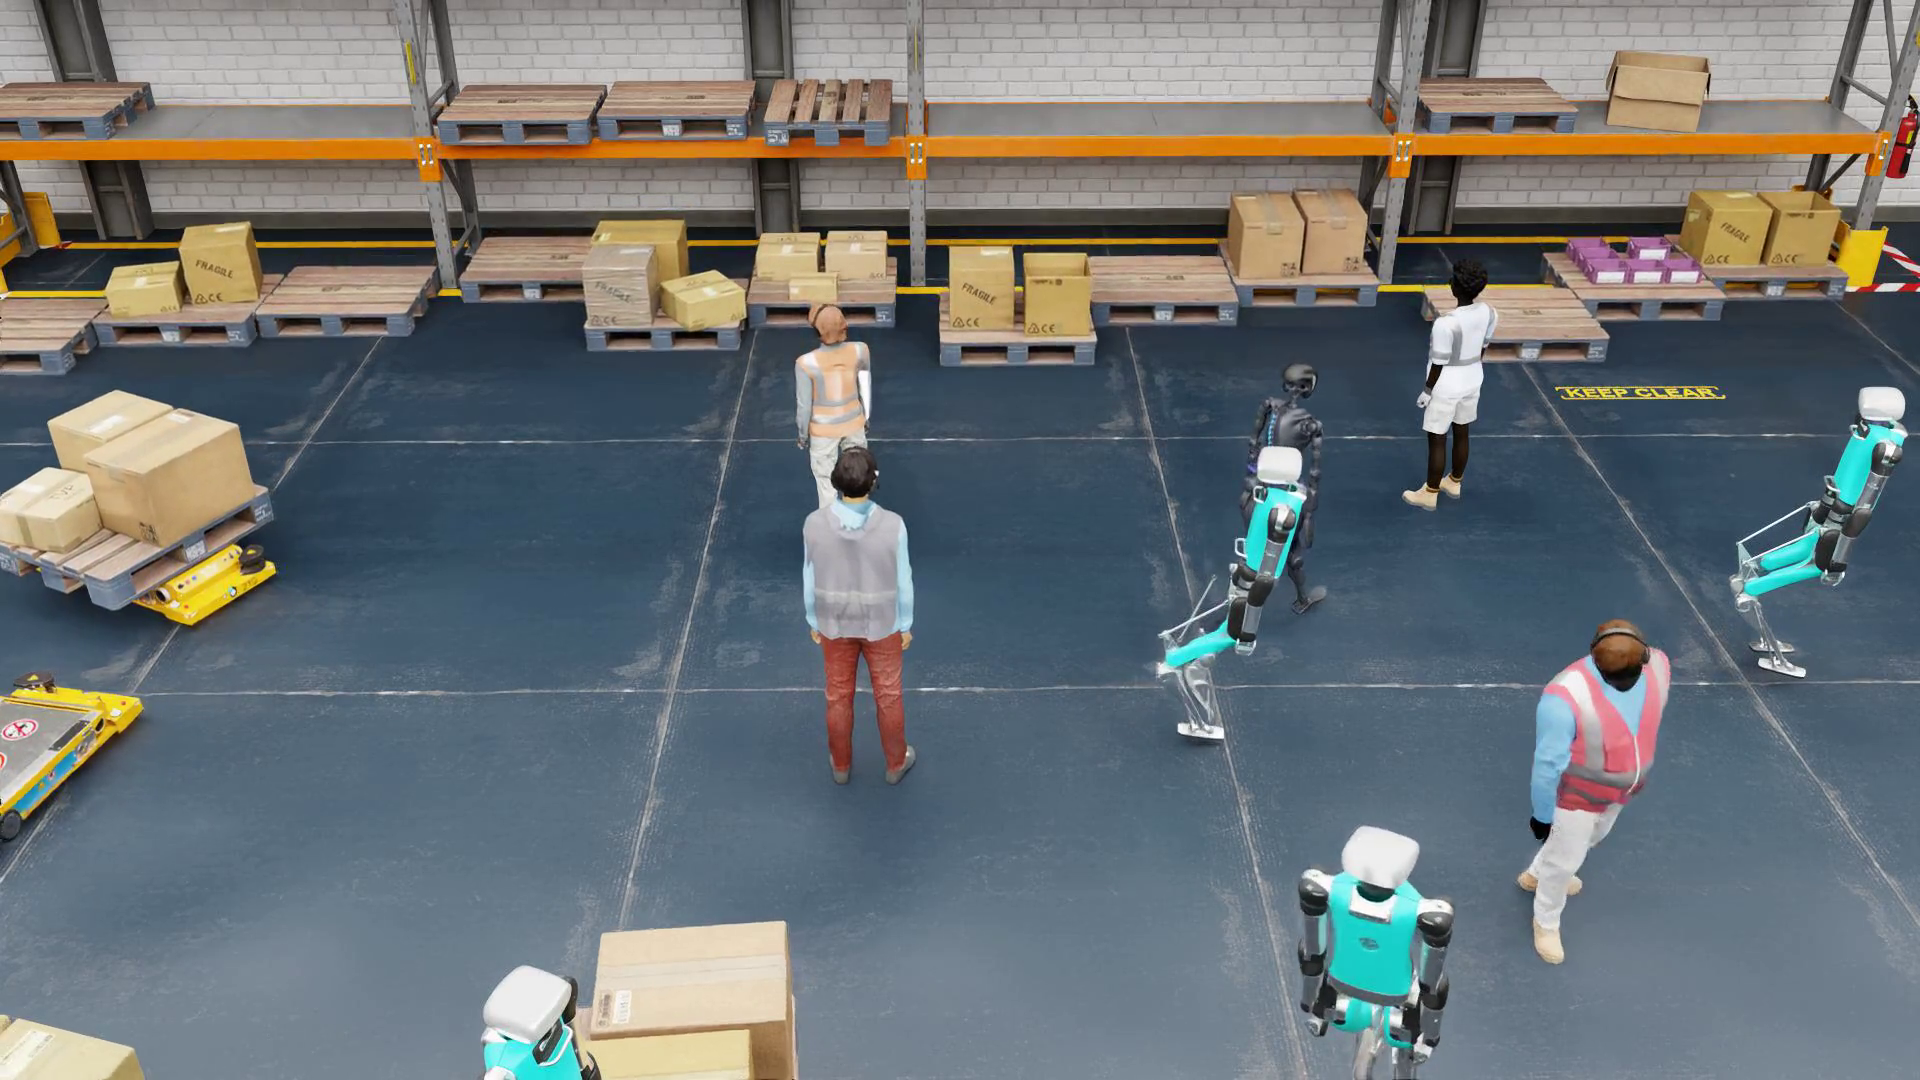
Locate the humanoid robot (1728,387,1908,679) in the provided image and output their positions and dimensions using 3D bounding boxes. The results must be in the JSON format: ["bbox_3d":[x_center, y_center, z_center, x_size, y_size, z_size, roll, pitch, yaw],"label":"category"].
[{"bbox_3d":[4.505,-0.057,8.950,0.735,1.677,0.533,7,32,12],"label":"humanoid robot"}]

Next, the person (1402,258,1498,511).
[{"bbox_3d":[3.153,-0.992,10.674,0.532,1.697,0.320,-20,36,-30],"label":"person"}]

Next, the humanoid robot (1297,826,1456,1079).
[{"bbox_3d":[1.570,1.664,6.224,0.603,1.786,0.814,13,33,21],"label":"humanoid robot"}]

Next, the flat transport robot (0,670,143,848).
[{"bbox_3d":[-4.894,1.180,8.447,0.659,0.231,1.431,6,32,10],"label":"flat transport robot"}]

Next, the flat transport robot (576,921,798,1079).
[{"bbox_3d":[-1.120,2.443,6.344,1.431,0.231,0.659,-3,31,-5],"label":"flat transport robot"}]

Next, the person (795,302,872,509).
[{"bbox_3d":[-0.765,-0.681,10.213,0.514,1.637,0.309,-17,35,-26],"label":"person"}]

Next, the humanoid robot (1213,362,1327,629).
[{"bbox_3d":[1.819,-0.250,9.500,0.757,1.625,0.595,-18,36,-28],"label":"humanoid robot"}]

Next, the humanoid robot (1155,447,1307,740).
[{"bbox_3d":[1.285,0.367,8.431,0.782,1.855,0.530,4,31,7],"label":"humanoid robot"}]

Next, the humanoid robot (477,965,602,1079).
[{"bbox_3d":[-1.093,2.084,5.386,0.735,1.677,0.533,7,32,11],"label":"humanoid robot"}]

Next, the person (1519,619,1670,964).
[{"bbox_3d":[2.687,1.024,7.228,0.691,1.802,0.589,-15,34,-23],"label":"person"}]

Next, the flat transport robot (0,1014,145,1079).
[{"bbox_3d":[-3.539,2.672,5.962,1.431,0.231,0.659,8,32,14],"label":"flat transport robot"}]

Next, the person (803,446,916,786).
[{"bbox_3d":[-0.494,0.415,8.157,0.532,1.879,0.415,2,31,4],"label":"person"}]

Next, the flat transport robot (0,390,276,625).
[{"bbox_3d":[-4.982,0.122,10.209,1.431,0.231,0.659,15,34,23],"label":"flat transport robot"}]
